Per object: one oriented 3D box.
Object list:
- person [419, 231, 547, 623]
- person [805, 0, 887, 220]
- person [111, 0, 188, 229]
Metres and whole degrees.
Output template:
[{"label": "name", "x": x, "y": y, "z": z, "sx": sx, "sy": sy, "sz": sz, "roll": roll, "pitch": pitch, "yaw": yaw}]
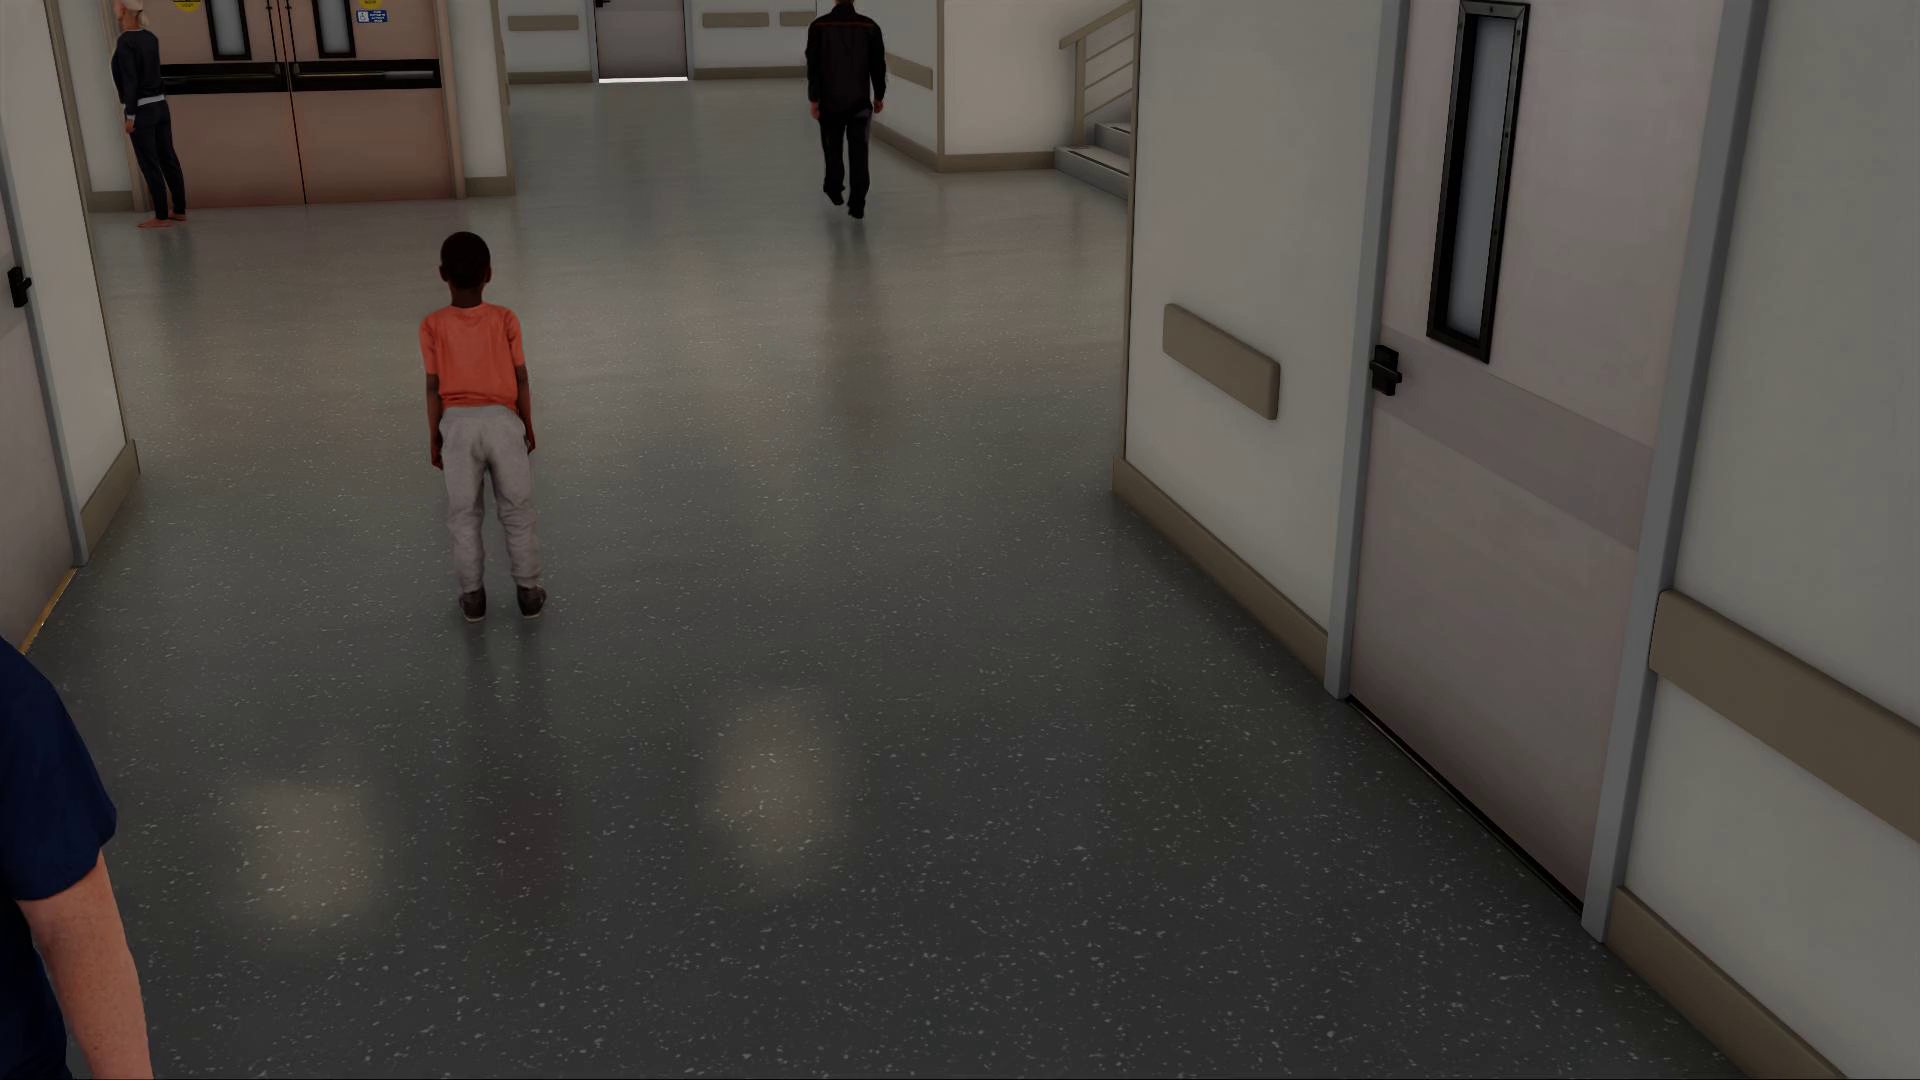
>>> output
[{"label": "person", "x": -1.578, "y": -0.363, "z": 5.488, "sx": 0.418, "sy": 1.308, "sz": 0.545, "roll": -4, "pitch": 21, "yaw": -11}, {"label": "person", "x": -0.854, "y": -3.339, "z": 12.627, "sx": 1.084, "sy": 1.818, "sz": 0.913, "roll": -3, "pitch": 21, "yaw": -8}, {"label": "person", "x": -6.124, "y": -3.251, "z": 12.524, "sx": 0.653, "sy": 1.726, "sz": 0.677, "roll": 3, "pitch": 21, "yaw": 8}]
